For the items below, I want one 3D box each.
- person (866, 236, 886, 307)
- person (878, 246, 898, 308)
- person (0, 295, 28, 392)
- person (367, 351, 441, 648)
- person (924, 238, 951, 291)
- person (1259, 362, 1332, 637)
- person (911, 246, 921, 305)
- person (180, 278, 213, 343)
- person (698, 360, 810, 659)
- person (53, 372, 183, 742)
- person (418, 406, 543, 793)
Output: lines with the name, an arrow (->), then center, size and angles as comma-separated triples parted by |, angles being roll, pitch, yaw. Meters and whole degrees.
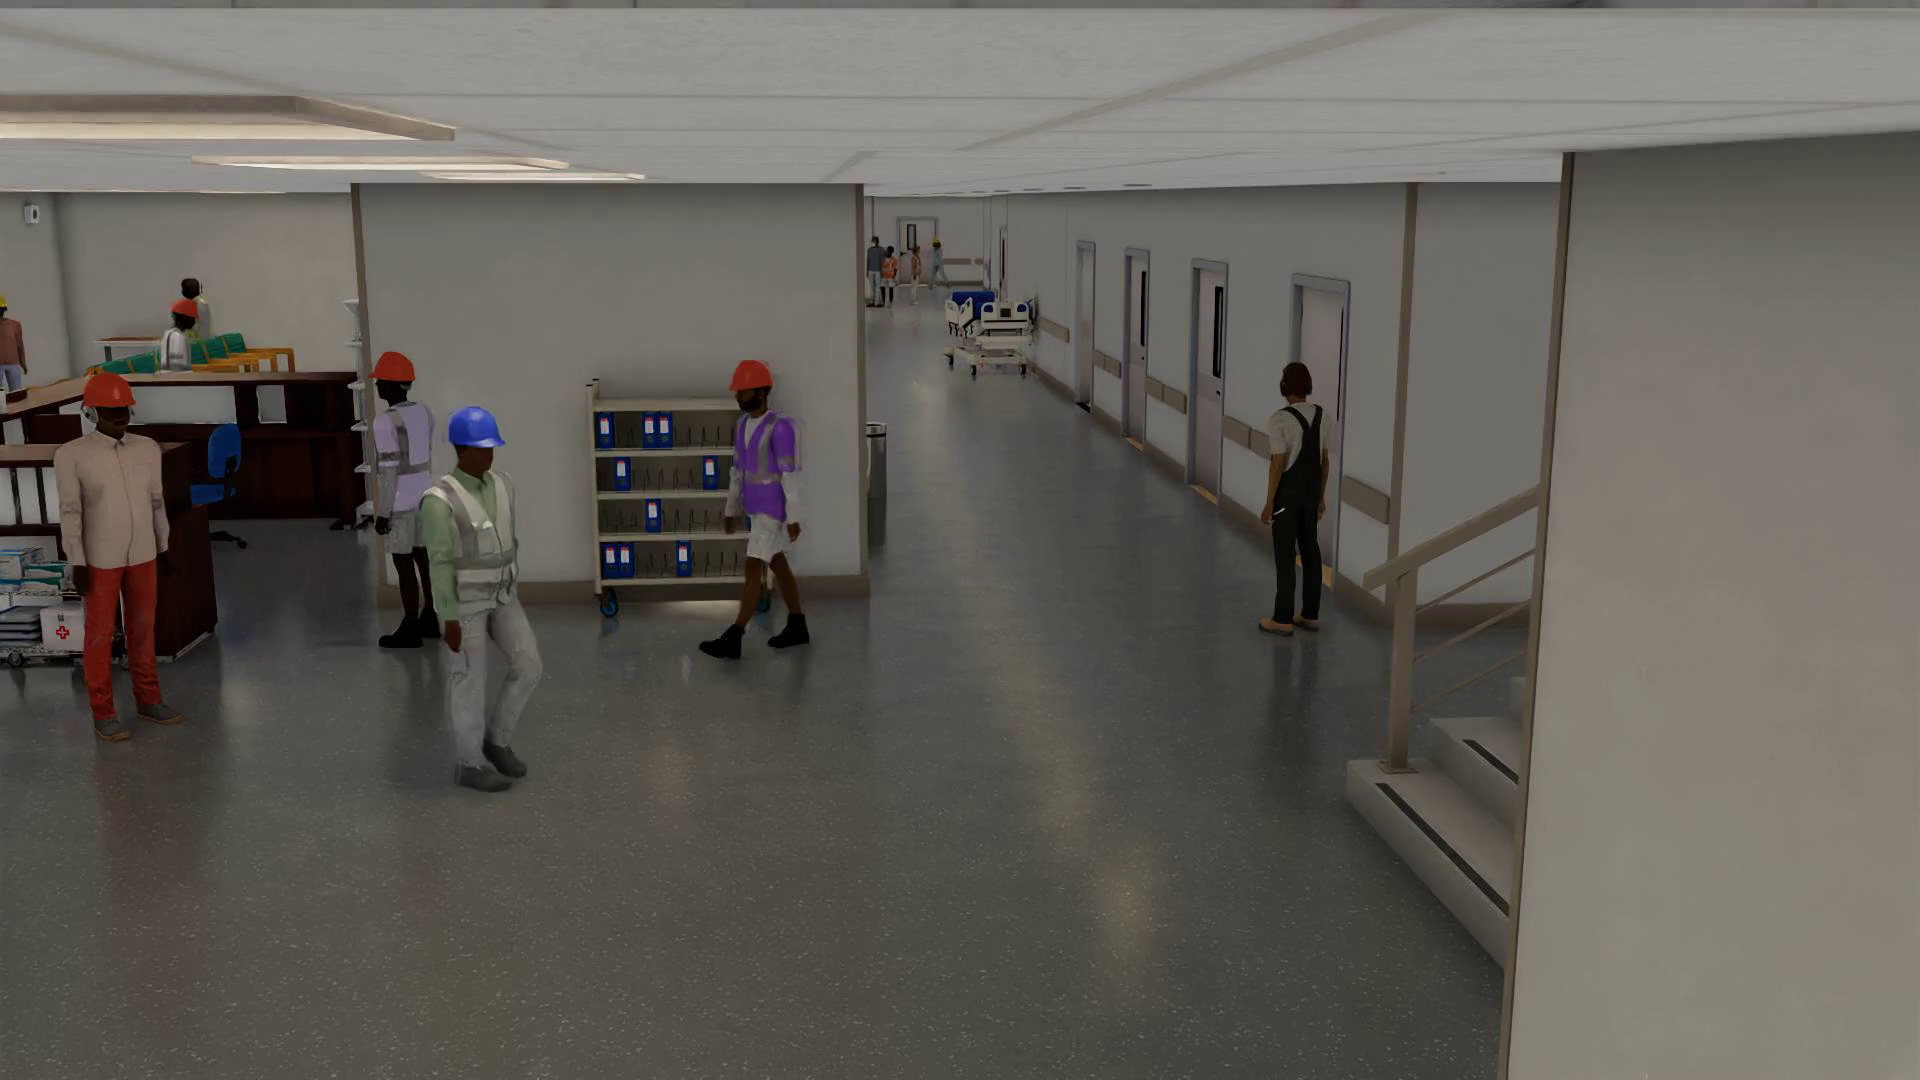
person -> -2.302, -7.312, 45.346 | 0.632, 1.940, 0.372 | 8, 14, 34
person -> -1.936, -7.149, 45.191 | 0.560, 1.676, 0.351 | 5, 13, 24
person -> -11.871, -2.173, 20.658 | 0.310, 1.768, 0.533 | 10, 15, 39
person -> -3.645, -0.261, 10.880 | 0.349, 1.942, 0.545 | 3, 12, 13
person -> -0.684, -8.819, 53.310 | 0.912, 1.696, 0.495 | -8, 14, -35
person -> 2.252, -0.273, 11.176 | 0.514, 1.842, 0.327 | -6, 13, -29
person -> -1.229, -7.377, 46.397 | 0.307, 1.639, 0.525 | 2, 12, 10
person -> -10.780, -2.802, 23.584 | 0.541, 1.828, 0.640 | -8, 14, -34
person -> -1.363, -0.193, 10.656 | 0.936, 1.891, 0.562 | -8, 14, -35
person -> -4.579, 0.080, 9.080 | 0.384, 1.996, 0.610 | 7, 13, 30
person -> -2.346, 0.301, 8.161 | 0.464, 1.926, 0.639 | 6, 13, 26
